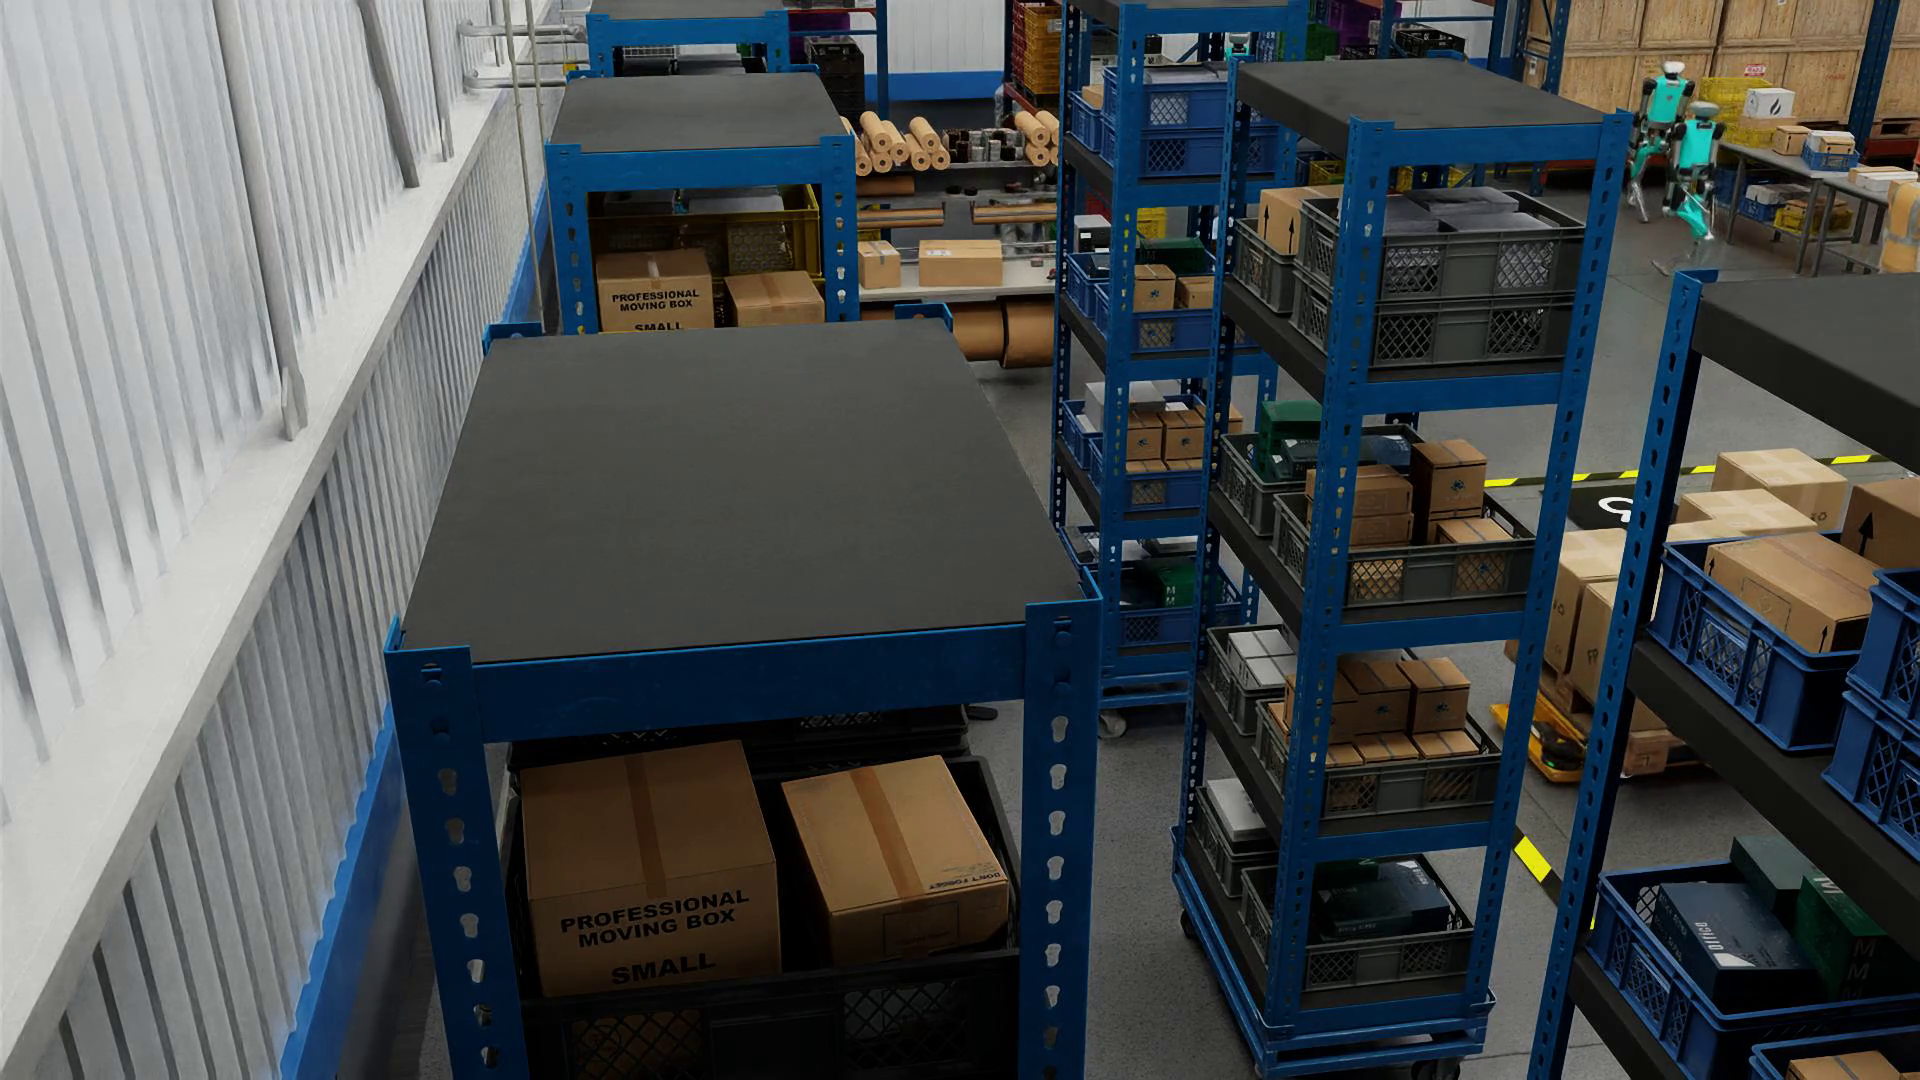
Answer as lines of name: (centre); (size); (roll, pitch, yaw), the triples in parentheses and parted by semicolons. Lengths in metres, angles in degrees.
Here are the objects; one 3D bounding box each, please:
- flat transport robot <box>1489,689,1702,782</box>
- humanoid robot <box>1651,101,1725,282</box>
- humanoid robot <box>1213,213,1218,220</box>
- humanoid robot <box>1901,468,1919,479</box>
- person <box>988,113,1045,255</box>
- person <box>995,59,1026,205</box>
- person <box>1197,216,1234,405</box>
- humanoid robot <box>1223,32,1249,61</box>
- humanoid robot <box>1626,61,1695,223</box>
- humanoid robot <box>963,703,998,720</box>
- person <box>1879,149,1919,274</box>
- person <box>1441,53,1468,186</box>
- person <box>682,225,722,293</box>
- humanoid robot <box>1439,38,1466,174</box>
flat transport robot: (3.469, 0.895, 8.319); (1.431, 0.197, 0.652); (-4, 25, -9)
humanoid robot: (6.841, -3.124, 15.366); (0.551, 1.738, 1.042); (-7, 26, -15)
humanoid robot: (2.760, -4.075, 17.475); (0.612, 1.636, 0.477); (0, 25, -1)
humanoid robot: (6.443, -1.131, 10.839); (0.735, 1.677, 0.533); (-12, 27, -25)
person: (0.496, -2.773, 14.483); (0.519, 1.813, 0.922); (1, 25, 2)
person: (0.598, -4.382, 18.070); (0.478, 1.732, 0.333); (-15, 29, -29)
person: (1.694, -1.264, 11.150); (0.359, 1.851, 0.596); (-4, 25, -9)
humanoid robot: (3.198, -4.966, 19.176); (0.533, 1.677, 0.735); (1, 25, 3)
humanoid robot: (7.488, -4.382, 18.148); (0.550, 1.772, 1.023); (1, 25, 2)
humanoid robot: (0.039, 0.091, 8.397); (0.315, 1.657, 0.599); (-7, 26, -14)
person: (7.360, -2.126, 12.922); (0.359, 1.939, 0.542); (-1, 25, -2)
person: (5.138, -4.233, 17.623); (0.351, 1.838, 0.505); (-13, 28, -26)
person: (-1.991, -2.382, 13.734); (0.717, 1.711, 0.576); (21, 32, 38)
humanoid robot: (5.793, -4.948, 19.312); (0.983, 1.736, 0.531); (-8, 26, -17)
